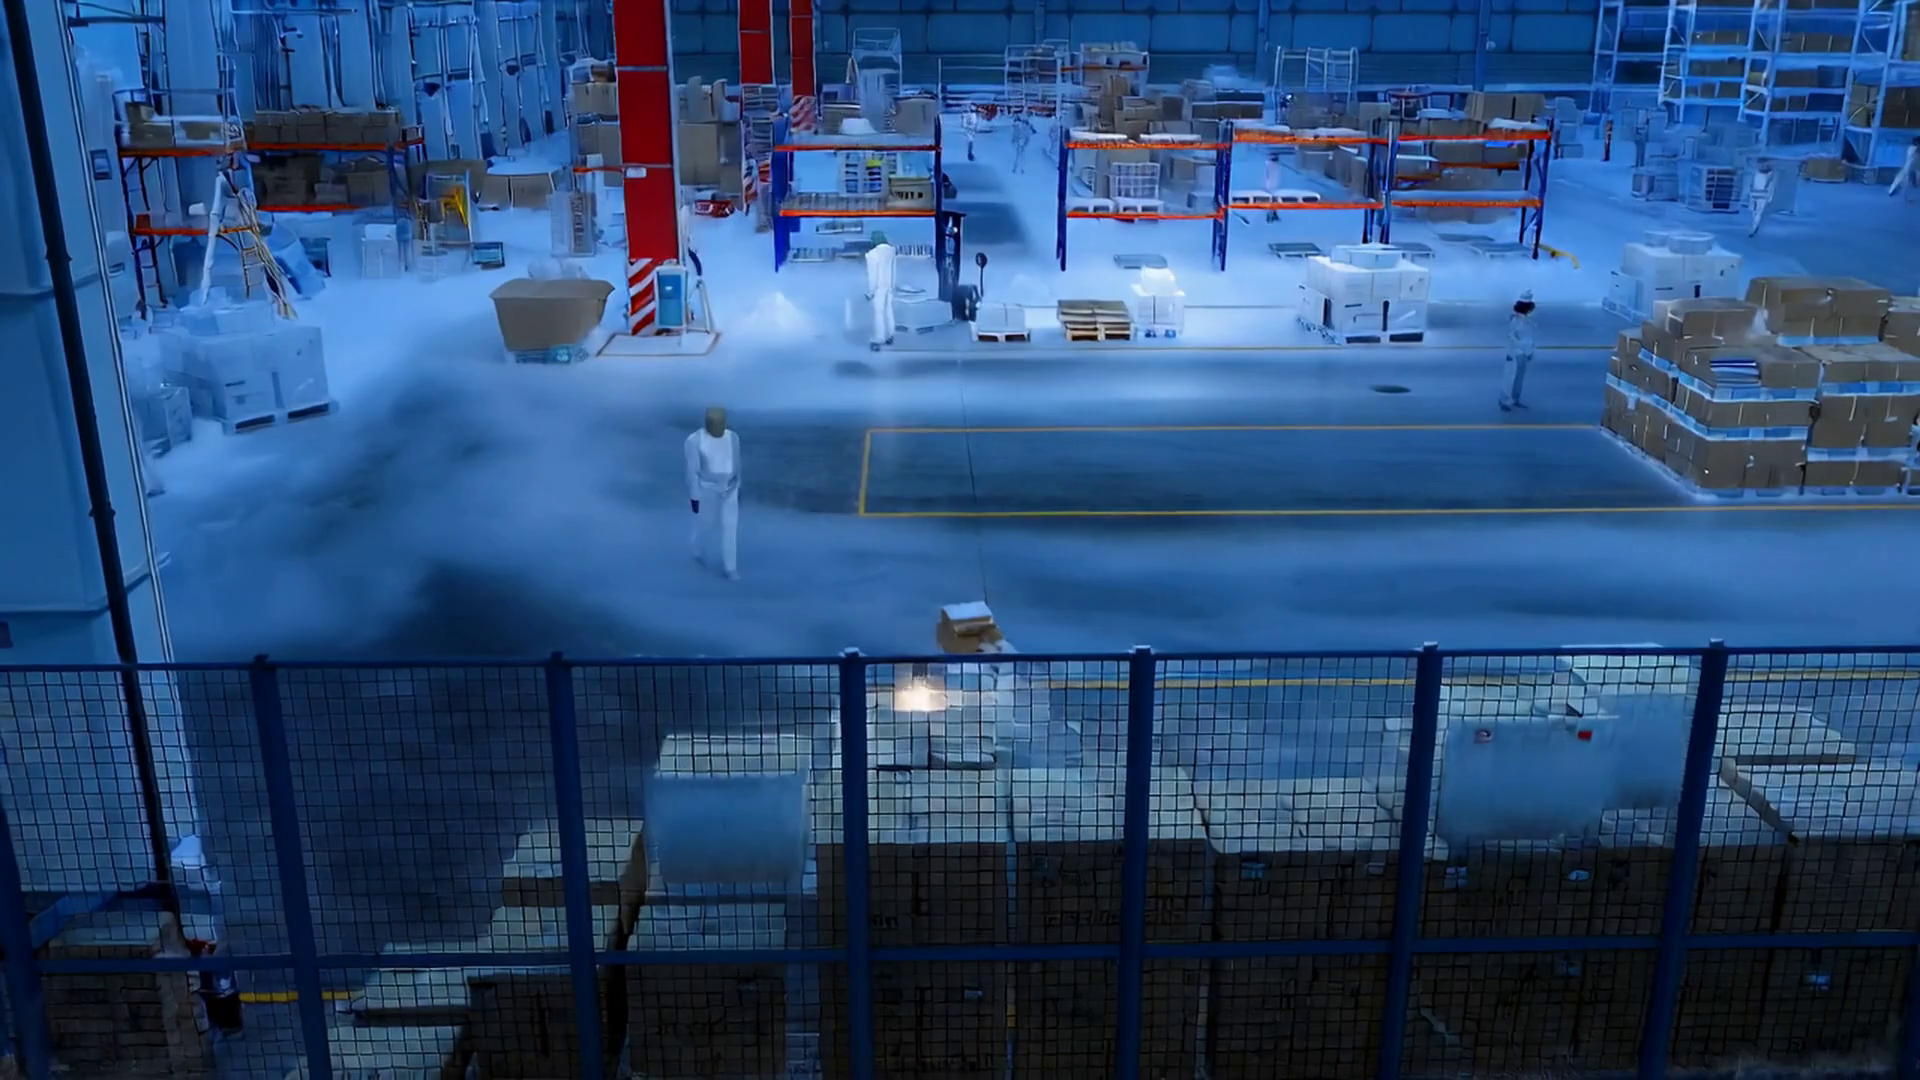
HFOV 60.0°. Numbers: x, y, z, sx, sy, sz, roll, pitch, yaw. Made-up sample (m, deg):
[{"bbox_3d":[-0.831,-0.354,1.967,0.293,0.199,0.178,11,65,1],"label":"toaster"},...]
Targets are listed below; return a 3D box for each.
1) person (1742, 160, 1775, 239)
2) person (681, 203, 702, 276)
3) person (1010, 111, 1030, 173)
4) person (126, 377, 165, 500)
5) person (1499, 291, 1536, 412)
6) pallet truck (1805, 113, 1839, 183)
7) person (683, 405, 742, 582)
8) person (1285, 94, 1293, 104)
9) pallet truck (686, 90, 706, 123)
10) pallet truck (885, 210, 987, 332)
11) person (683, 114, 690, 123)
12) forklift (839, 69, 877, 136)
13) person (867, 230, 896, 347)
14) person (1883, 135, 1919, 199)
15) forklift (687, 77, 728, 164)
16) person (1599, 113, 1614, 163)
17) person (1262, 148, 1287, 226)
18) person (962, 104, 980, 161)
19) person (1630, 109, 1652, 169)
[{"bbox_3d":[18.962,-8.099,39.525,1.004,1.828,0.604,-17,25,-41],"label":"person"},{"bbox_3d":[-5.620,-6.244,33.916,0.569,1.896,0.883,7,20,21],"label":"person"},{"bbox_3d":[1.890,-12.615,52.746,0.630,1.940,0.372,2,19,5],"label":"person"},{"bbox_3d":[-9.816,-1.313,19.309,0.613,1.871,0.974,14,23,36],"label":"person"},{"bbox_3d":[7.940,-2.675,23.577,0.480,1.734,0.337,-9,21,-26],"label":"person"},{"bbox_3d":[26.403,-11.957,50.702,0.823,1.965,1.885,6,19,16],"label":"pallet truck"},{"bbox_3d":[-2.513,-0.504,17.022,0.628,1.809,0.723,-9,21,-26],"label":"person"},{"bbox_3d":[12.840,-16.751,65.511,0.450,1.620,0.521,2,19,7],"label":"person"},{"bbox_3d":[-9.671,-15.907,62.421,0.823,1.965,1.885,5,19,15],"label":"pallet truck"},{"bbox_3d":[-0.493,-4.759,29.349,1.885,1.965,0.823,-13,23,-34],"label":"pallet truck"},{"bbox_3d":[-8.942,-13.114,54.608,0.386,1.683,0.557,-3,19,-9],"label":"person"},{"bbox_3d":[-3.352,-15.533,59.950,1.873,2.768,1.129,-10,21,-28],"label":"forklift"},{"bbox_3d":[-1.317,-4.200,27.783,0.354,1.936,0.635,14,23,37],"label":"person"},{"bbox_3d":[26.425,-10.407,46.447,0.897,1.791,0.659,2,19,5],"label":"person"},{"bbox_3d":[-8.726,-13.868,55.012,1.873,2.768,1.129,-1,19,-1],"label":"forklift"},{"bbox_3d":[21.777,-13.532,55.924,0.311,1.642,0.512,1,19,4],"label":"person"},{"bbox_3d":[7.913,-8.840,41.599,0.791,1.903,0.603,-15,24,-38],"label":"person"},{"bbox_3d":[0.366,-13.847,56.500,0.550,1.886,1.035,-8,20,-23],"label":"person"},{"bbox_3d":[22.126,-13.010,53.967,0.398,1.911,0.587,-8,20,-23],"label":"person"}]
